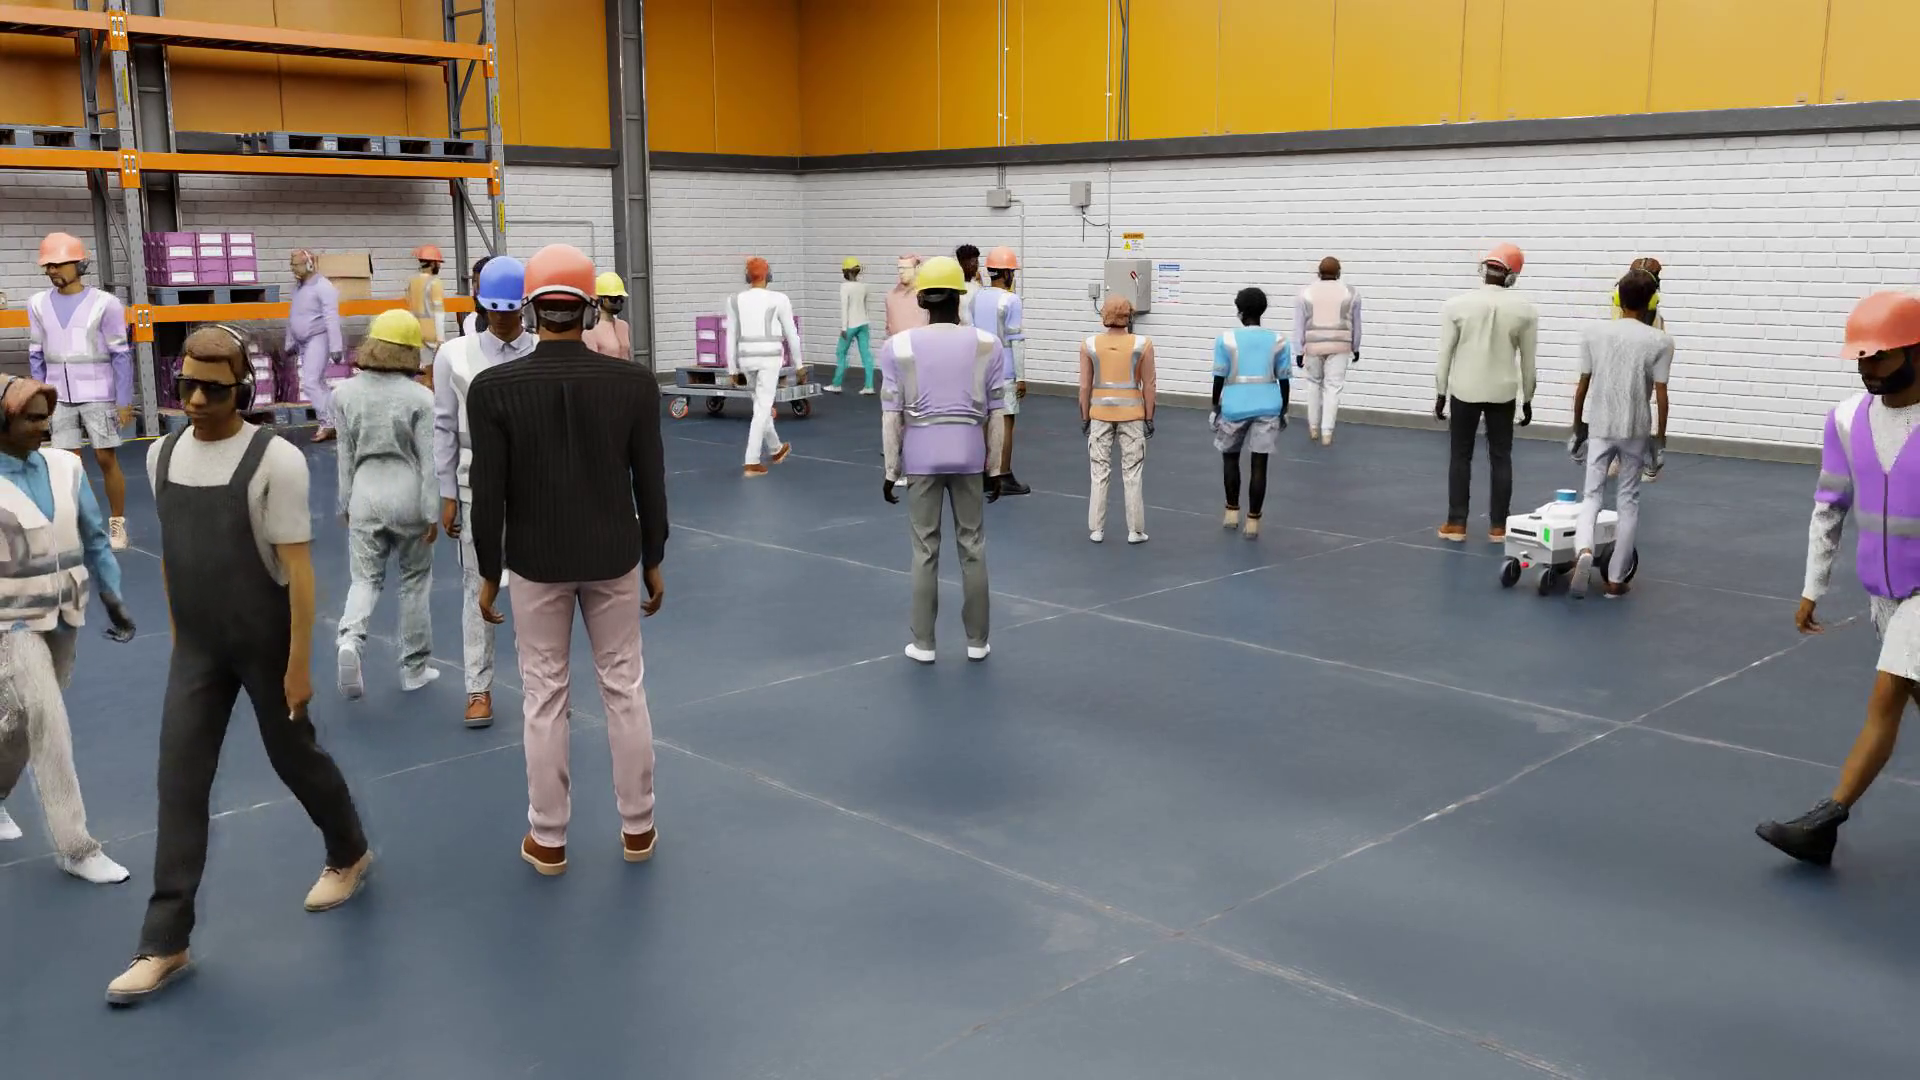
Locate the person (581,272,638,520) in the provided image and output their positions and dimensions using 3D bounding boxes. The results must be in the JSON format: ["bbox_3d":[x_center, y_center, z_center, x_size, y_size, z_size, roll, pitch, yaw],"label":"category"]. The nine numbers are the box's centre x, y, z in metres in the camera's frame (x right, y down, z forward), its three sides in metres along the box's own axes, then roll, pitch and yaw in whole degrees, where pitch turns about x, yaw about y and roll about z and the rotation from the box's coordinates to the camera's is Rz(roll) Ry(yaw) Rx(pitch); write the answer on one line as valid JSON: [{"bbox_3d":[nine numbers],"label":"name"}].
[{"bbox_3d":[-2.442,-0.983,11.655,0.328,1.767,0.532,4,11,22],"label":"person"}]

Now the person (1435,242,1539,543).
[{"bbox_3d":[3.468,-0.951,10.967,0.662,1.962,0.395,2,11,12],"label":"person"}]

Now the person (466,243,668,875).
[{"bbox_3d":[-1.239,0.068,5.298,0.612,1.994,0.395,-4,11,-19],"label":"person"}]

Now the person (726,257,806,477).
[{"bbox_3d":[-1.651,-1.491,14.227,0.590,1.823,1.015,4,11,21],"label":"person"}]

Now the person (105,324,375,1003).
[{"bbox_3d":[-2.016,0.287,4.683,0.510,1.794,0.971,3,11,15],"label":"person"}]

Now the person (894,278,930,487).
[{"bbox_3d":[-0.174,-1.323,13.618,0.908,1.727,0.527,-7,13,-34],"label":"person"}]

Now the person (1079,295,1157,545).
[{"bbox_3d":[1.031,-0.781,10.903,0.510,1.639,0.308,3,11,13],"label":"person"}]

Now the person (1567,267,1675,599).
[{"bbox_3d":[3.602,-0.565,9.148,0.539,1.853,0.662,6,12,31],"label":"person"}]

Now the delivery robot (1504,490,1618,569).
[{"bbox_3d":[3.488,-0.047,9.599,0.707,0.478,0.477,-6,12,-30],"label":"delivery robot"}]

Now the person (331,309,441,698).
[{"bbox_3d":[-2.491,-0.135,7.203,0.484,1.713,0.672,0,10,0],"label":"person"}]

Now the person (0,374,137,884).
[{"bbox_3d":[-3.019,0.260,5.360,0.865,1.596,0.511,3,11,17],"label":"person"}]

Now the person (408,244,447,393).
[{"bbox_3d":[-5.668,-2.204,17.870,0.559,1.921,0.405,8,13,38],"label":"person"}]

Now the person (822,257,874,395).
[{"bbox_3d":[-1.412,-2.719,21.207,0.822,1.729,0.551,8,13,38],"label":"person"}]

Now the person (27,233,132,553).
[{"bbox_3d":[-5.571,-0.911,10.556,0.647,2.037,0.431,0,10,0],"label":"person"}]

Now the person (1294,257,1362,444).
[{"bbox_3d":[3.634,-1.871,16.401,0.632,1.810,0.840,3,11,18],"label":"person"}]

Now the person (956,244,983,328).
[{"bbox_3d":[0.144,-2.002,16.768,0.960,1.919,0.635,6,12,32],"label":"person"}]

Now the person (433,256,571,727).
[{"bbox_3d":[-1.860,-0.196,6.896,0.602,1.936,0.409,-4,11,-20],"label":"person"}]

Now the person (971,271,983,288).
[{"bbox_3d":[0.137,-2.301,19.202,0.507,1.631,0.271,5,12,25],"label":"person"}]

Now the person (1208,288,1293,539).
[{"bbox_3d":[1.950,-0.861,11.230,0.568,1.663,0.625,0,10,0],"label":"person"}]

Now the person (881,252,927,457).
[{"bbox_3d":[-0.412,-1.735,15.454,0.636,1.877,0.919,5,11,24],"label":"person"}]

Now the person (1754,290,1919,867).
[{"bbox_3d":[3.059,0.127,5.387,1.076,1.846,0.551,-5,11,-24],"label":"person"}]

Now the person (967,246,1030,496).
[{"bbox_3d":[0.316,-1.317,13.007,0.358,1.936,0.552,-10,15,-44],"label":"person"}]

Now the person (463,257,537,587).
[{"bbox_3d":[-2.640,-0.675,9.605,0.613,1.901,0.463,8,13,39],"label":"person"}]

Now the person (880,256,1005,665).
[{"bbox_3d":[-0.083,-0.367,7.863,0.589,1.923,0.383,-1,10,-7],"label":"person"}]

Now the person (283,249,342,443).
[{"bbox_3d":[-6.356,-1.888,16.265,0.653,1.886,0.532,10,14,44],"label":"person"}]

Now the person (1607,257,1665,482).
[{"bbox_3d":[5.603,-1.412,13.801,0.430,1.841,0.624,1,10,6],"label":"person"}]
